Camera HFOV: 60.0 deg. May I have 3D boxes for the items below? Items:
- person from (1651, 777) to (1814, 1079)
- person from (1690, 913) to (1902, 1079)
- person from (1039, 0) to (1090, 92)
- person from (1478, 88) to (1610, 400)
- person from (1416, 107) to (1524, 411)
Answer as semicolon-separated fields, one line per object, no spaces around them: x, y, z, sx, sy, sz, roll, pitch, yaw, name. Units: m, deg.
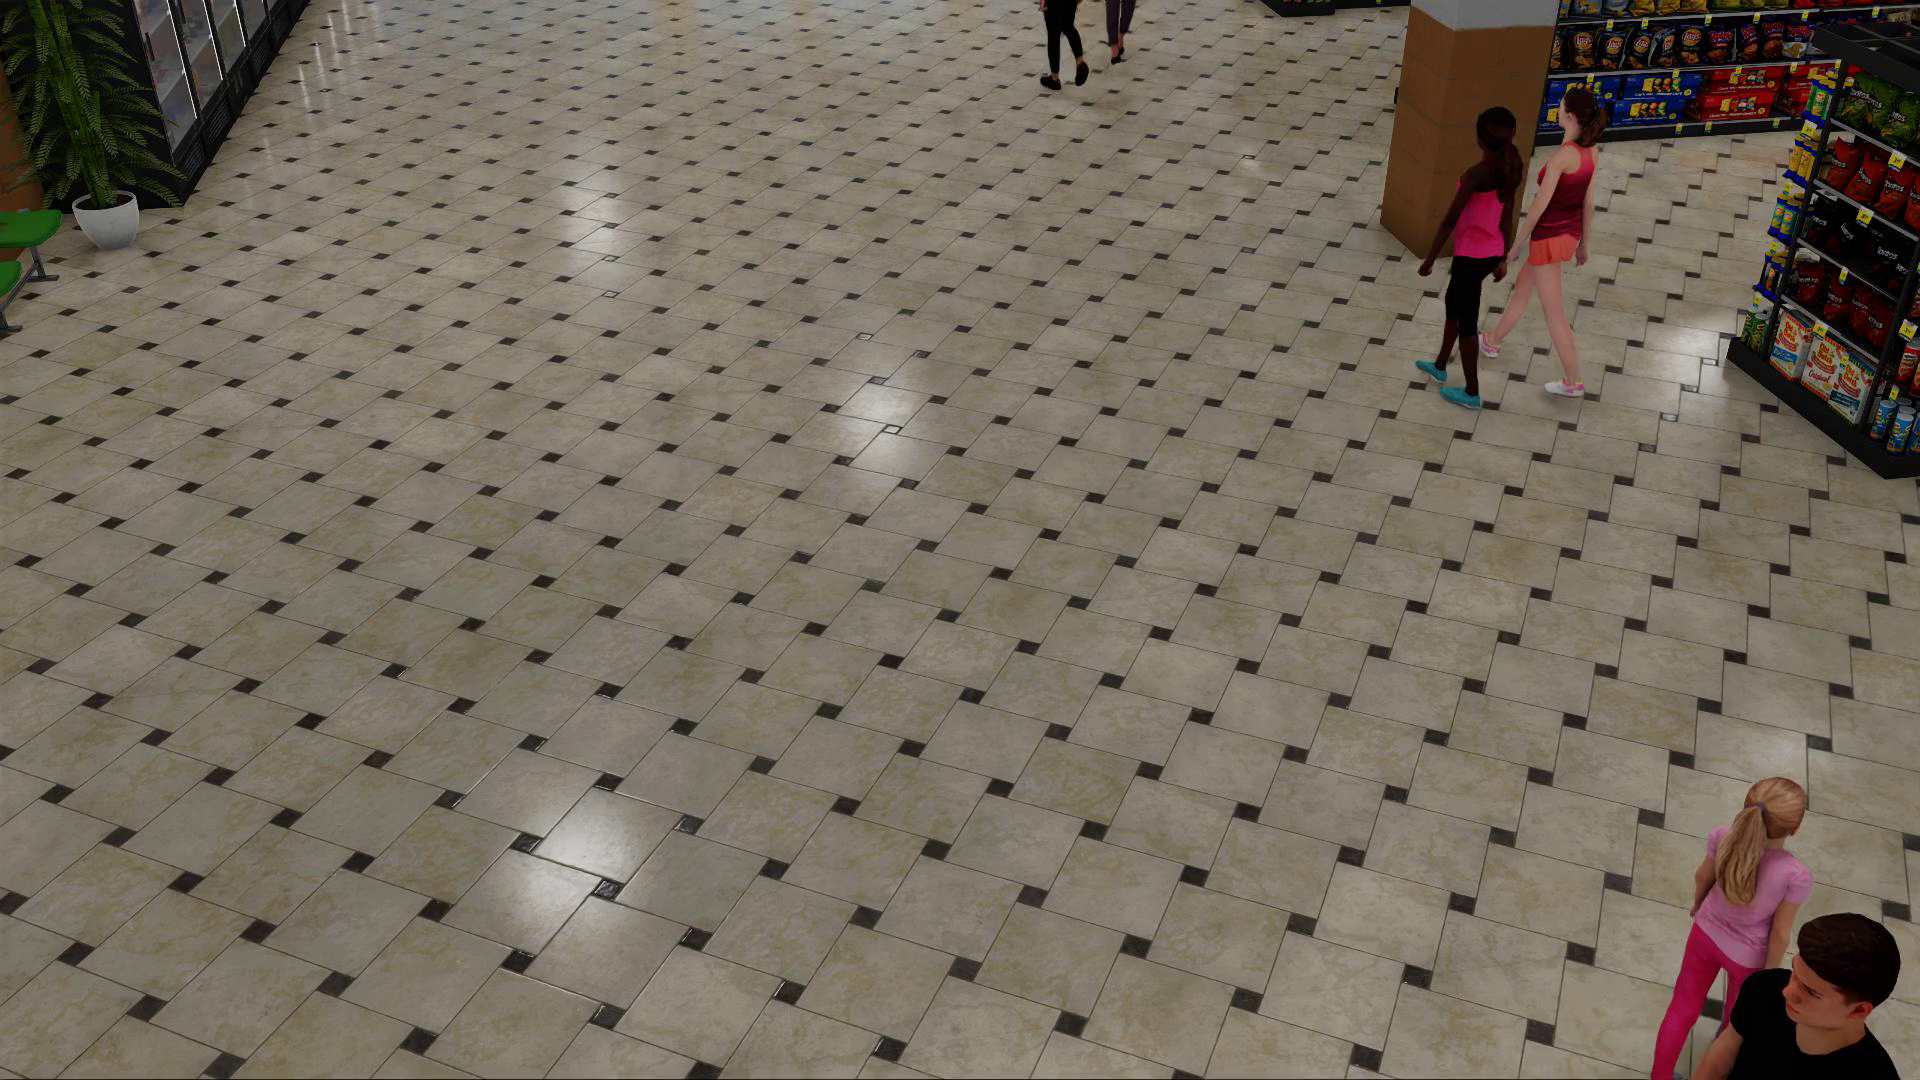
2.337;1.274;5.116;0.949;1.245;0.775;-25;40;-34;person
2.044;1.602;4.031;1.174;1.834;0.684;-4;32;-6;person
0.925;-4.687;14.259;0.848;1.705;0.838;-17;36;-26;person
3.384;-1.614;9.321;1.144;1.706;0.985;-22;38;-31;person
2.893;-1.505;9.144;0.815;1.707;0.818;-22;38;-31;person
